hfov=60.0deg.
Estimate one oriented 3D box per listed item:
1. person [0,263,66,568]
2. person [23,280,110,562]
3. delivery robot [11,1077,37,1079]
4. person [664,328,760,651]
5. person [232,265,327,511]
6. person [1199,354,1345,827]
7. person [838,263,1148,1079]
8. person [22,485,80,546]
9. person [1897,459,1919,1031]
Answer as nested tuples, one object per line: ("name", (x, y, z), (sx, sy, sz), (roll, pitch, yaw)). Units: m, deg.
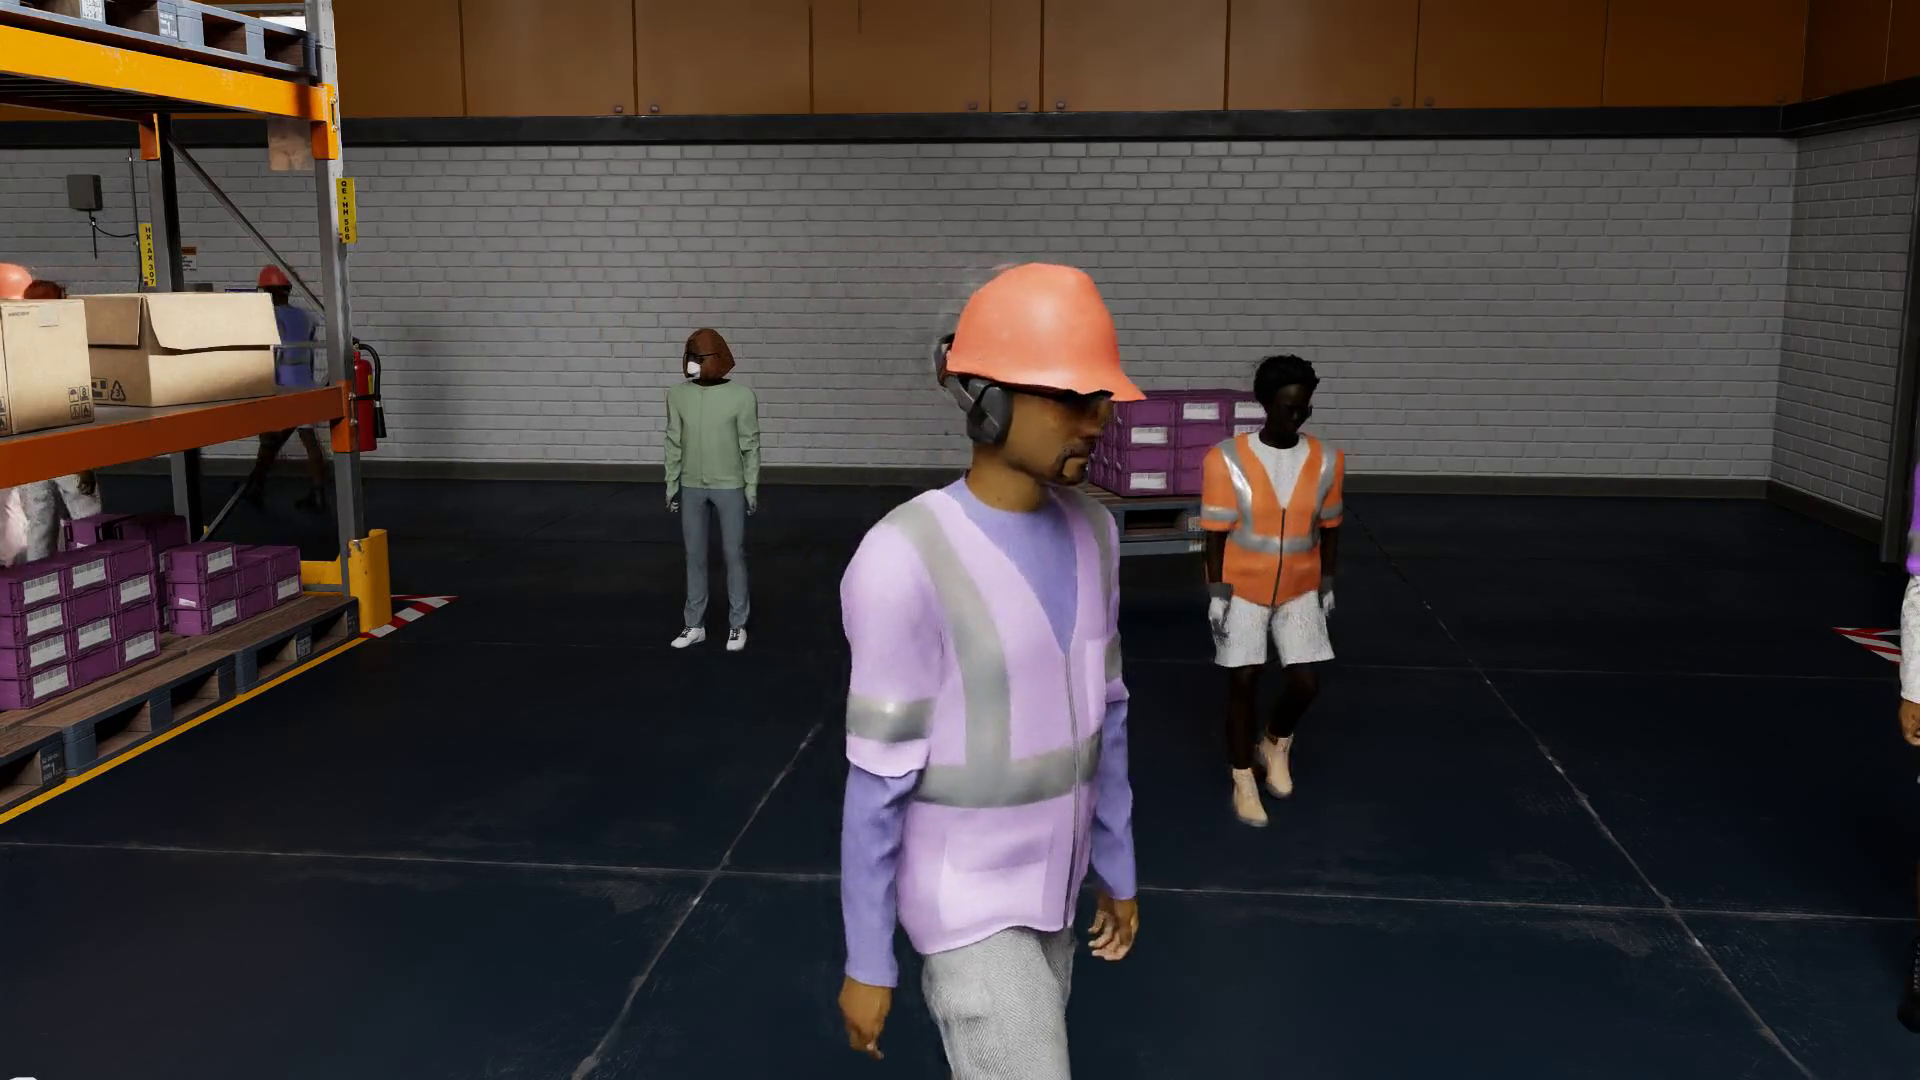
("person", (-5.377, -0.589, 9.498), (0.738, 1.941, 0.660), (-4, 11, -24))
("person", (-4.818, -0.450, 8.920), (0.734, 1.860, 0.418), (4, 11, 24))
("delivery robot", (-1.661, 1.199, 2.932), (0.707, 0.478, 0.477), (9, 13, 42))
("person", (-1.255, -0.249, 8.401), (0.505, 1.631, 0.281), (2, 10, 14))
("person", (-5.327, -1.183, 12.984), (0.960, 1.894, 0.573), (6, 11, 29))
("person", (1.082, 0.182, 5.828), (0.542, 1.675, 0.396), (-1, 10, -7))
("person", (0.031, 0.564, 2.762), (0.890, 2.025, 0.628), (7, 12, 36))
("person", (-6.334, -0.849, 11.387), (0.791, 1.798, 0.432), (-5, 11, -27))
("person", (2.654, 0.349, 4.167), (0.543, 1.925, 0.398), (5, 11, 25))
